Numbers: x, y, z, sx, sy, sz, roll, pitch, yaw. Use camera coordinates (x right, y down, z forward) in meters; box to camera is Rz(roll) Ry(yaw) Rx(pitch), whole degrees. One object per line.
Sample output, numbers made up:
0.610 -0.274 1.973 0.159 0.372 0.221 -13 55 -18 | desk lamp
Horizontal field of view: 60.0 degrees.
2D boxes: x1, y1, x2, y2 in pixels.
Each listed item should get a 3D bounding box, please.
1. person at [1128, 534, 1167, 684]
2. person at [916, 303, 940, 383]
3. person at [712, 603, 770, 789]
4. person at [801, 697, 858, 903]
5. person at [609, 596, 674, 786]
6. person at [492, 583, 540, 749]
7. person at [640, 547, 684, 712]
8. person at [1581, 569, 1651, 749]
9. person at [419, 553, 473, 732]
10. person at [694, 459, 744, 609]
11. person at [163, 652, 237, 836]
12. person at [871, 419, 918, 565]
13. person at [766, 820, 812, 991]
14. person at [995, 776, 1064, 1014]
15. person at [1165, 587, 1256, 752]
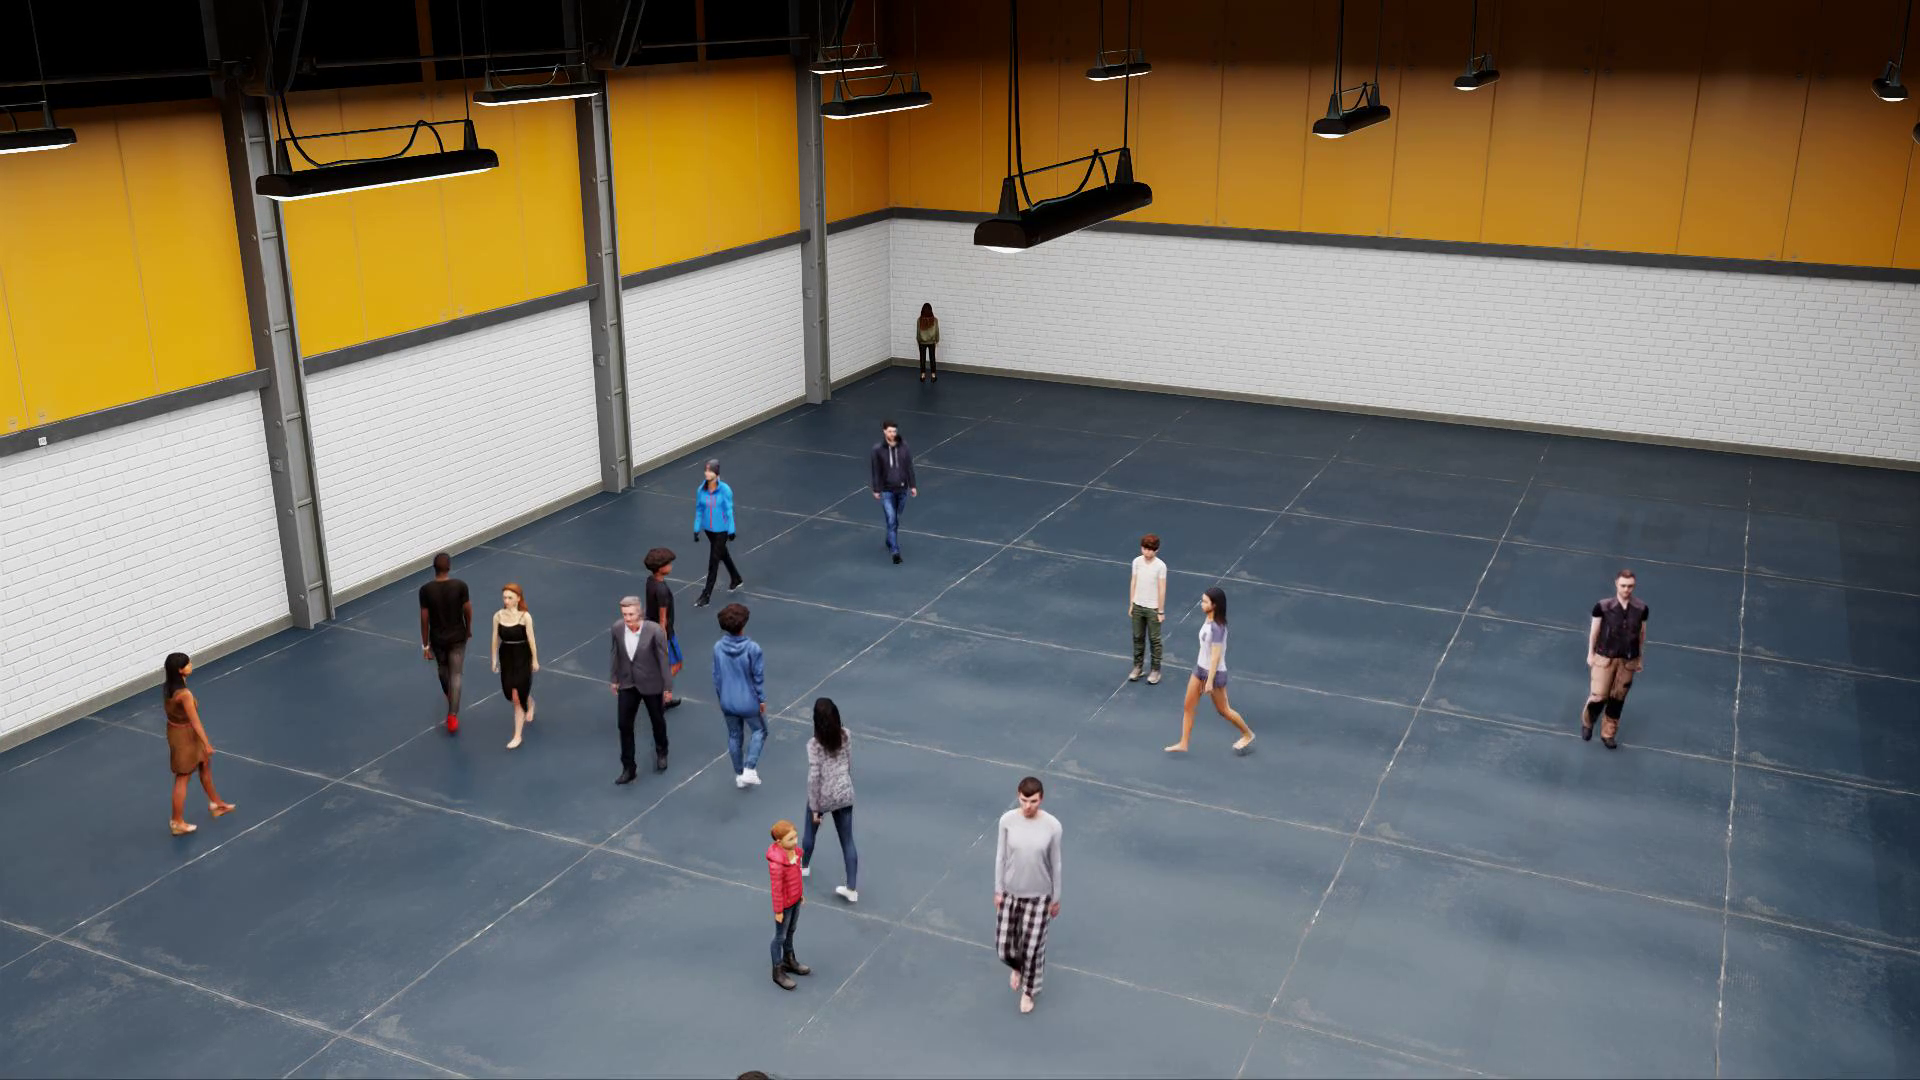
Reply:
2.000 0.714 17.744 0.569 1.653 0.566 11 22 30 | person
-0.613 -3.712 31.165 0.654 1.475 0.644 -1 19 -2 | person
-2.034 1.474 15.262 0.733 1.797 0.701 5 19 16 | person
-1.002 2.130 13.467 1.072 1.698 1.032 -11 21 -29 | person
-2.985 1.335 15.664 1.011 1.804 1.138 1 19 4 | person
-4.358 1.181 16.454 0.782 1.592 1.125 3 19 9 | person
-3.122 0.946 16.859 0.857 1.779 0.795 -12 22 -31 | person
6.396 1.122 16.261 0.766 1.827 0.760 2 19 6 | person
-5.104 1.045 16.604 1.093 1.754 1.281 -4 19 -12 | person
-2.882 -0.106 20.038 0.665 1.744 1.183 10 21 26 | person
-6.841 1.801 14.498 0.917 1.664 0.772 -16 24 -39 | person
-0.875 -0.668 21.546 1.179 1.845 1.254 -6 19 -16 | person
-1.304 2.688 12.408 0.565 1.318 0.423 9 21 25 | person
0.493 2.519 12.094 0.739 1.838 0.798 4 19 11 | person
2.498 1.290 15.968 1.077 1.695 1.132 -3 19 -10 | person
